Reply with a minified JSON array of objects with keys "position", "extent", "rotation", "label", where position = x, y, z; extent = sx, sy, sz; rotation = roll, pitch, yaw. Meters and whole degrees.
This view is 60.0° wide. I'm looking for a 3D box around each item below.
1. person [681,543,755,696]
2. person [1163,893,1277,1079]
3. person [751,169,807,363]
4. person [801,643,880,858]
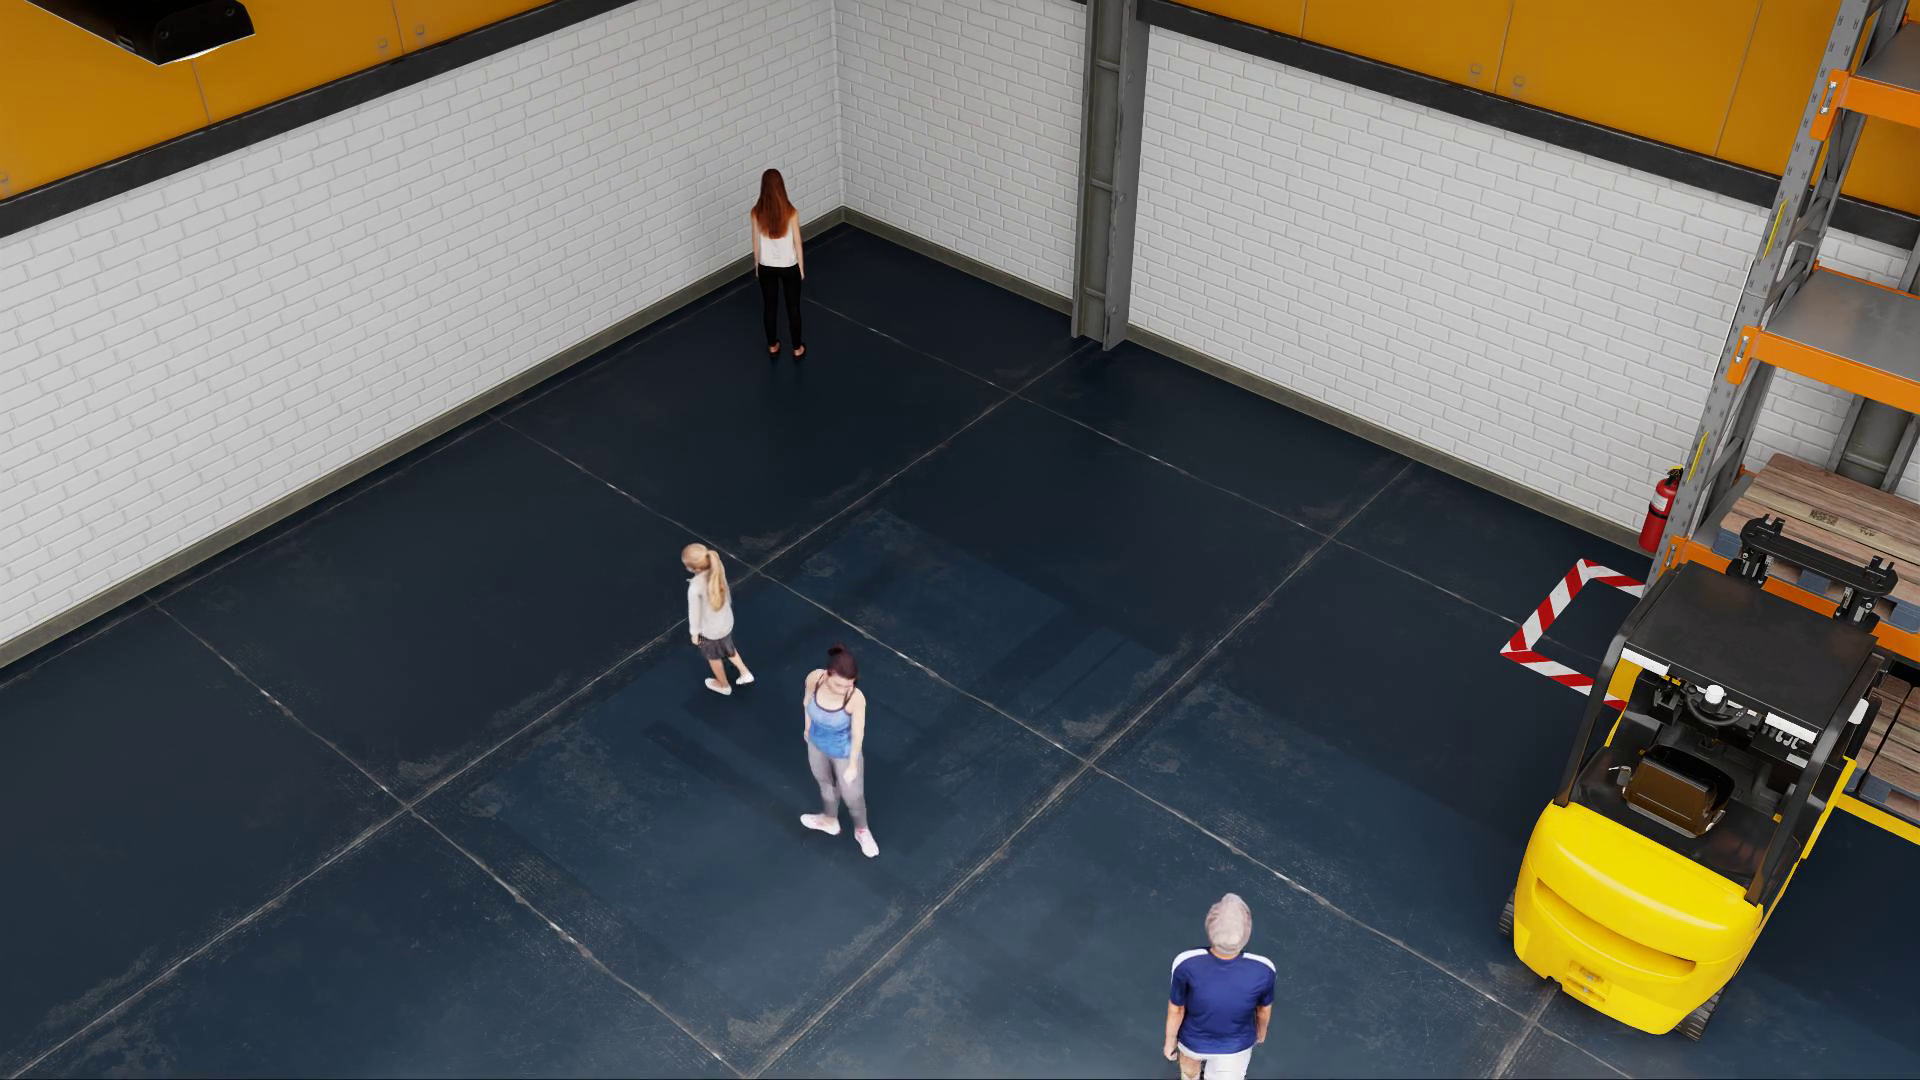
[{"position":[-1.536,0.541,10.636],"extent":[0.635,1.260,0.565],"rotation":[22,44,25],"label":"person"},{"position":[1.206,2.421,7.854],"extent":[1.233,1.794,1.122],"rotation":[5,39,6],"label":"person"},{"position":[-1.500,-2.263,13.778],"extent":[0.614,1.720,0.704],"rotation":[3,39,4],"label":"person"},{"position":[-0.749,1.170,9.588],"extent":[0.782,1.585,0.469],"rotation":[-26,46,-29],"label":"person"}]
